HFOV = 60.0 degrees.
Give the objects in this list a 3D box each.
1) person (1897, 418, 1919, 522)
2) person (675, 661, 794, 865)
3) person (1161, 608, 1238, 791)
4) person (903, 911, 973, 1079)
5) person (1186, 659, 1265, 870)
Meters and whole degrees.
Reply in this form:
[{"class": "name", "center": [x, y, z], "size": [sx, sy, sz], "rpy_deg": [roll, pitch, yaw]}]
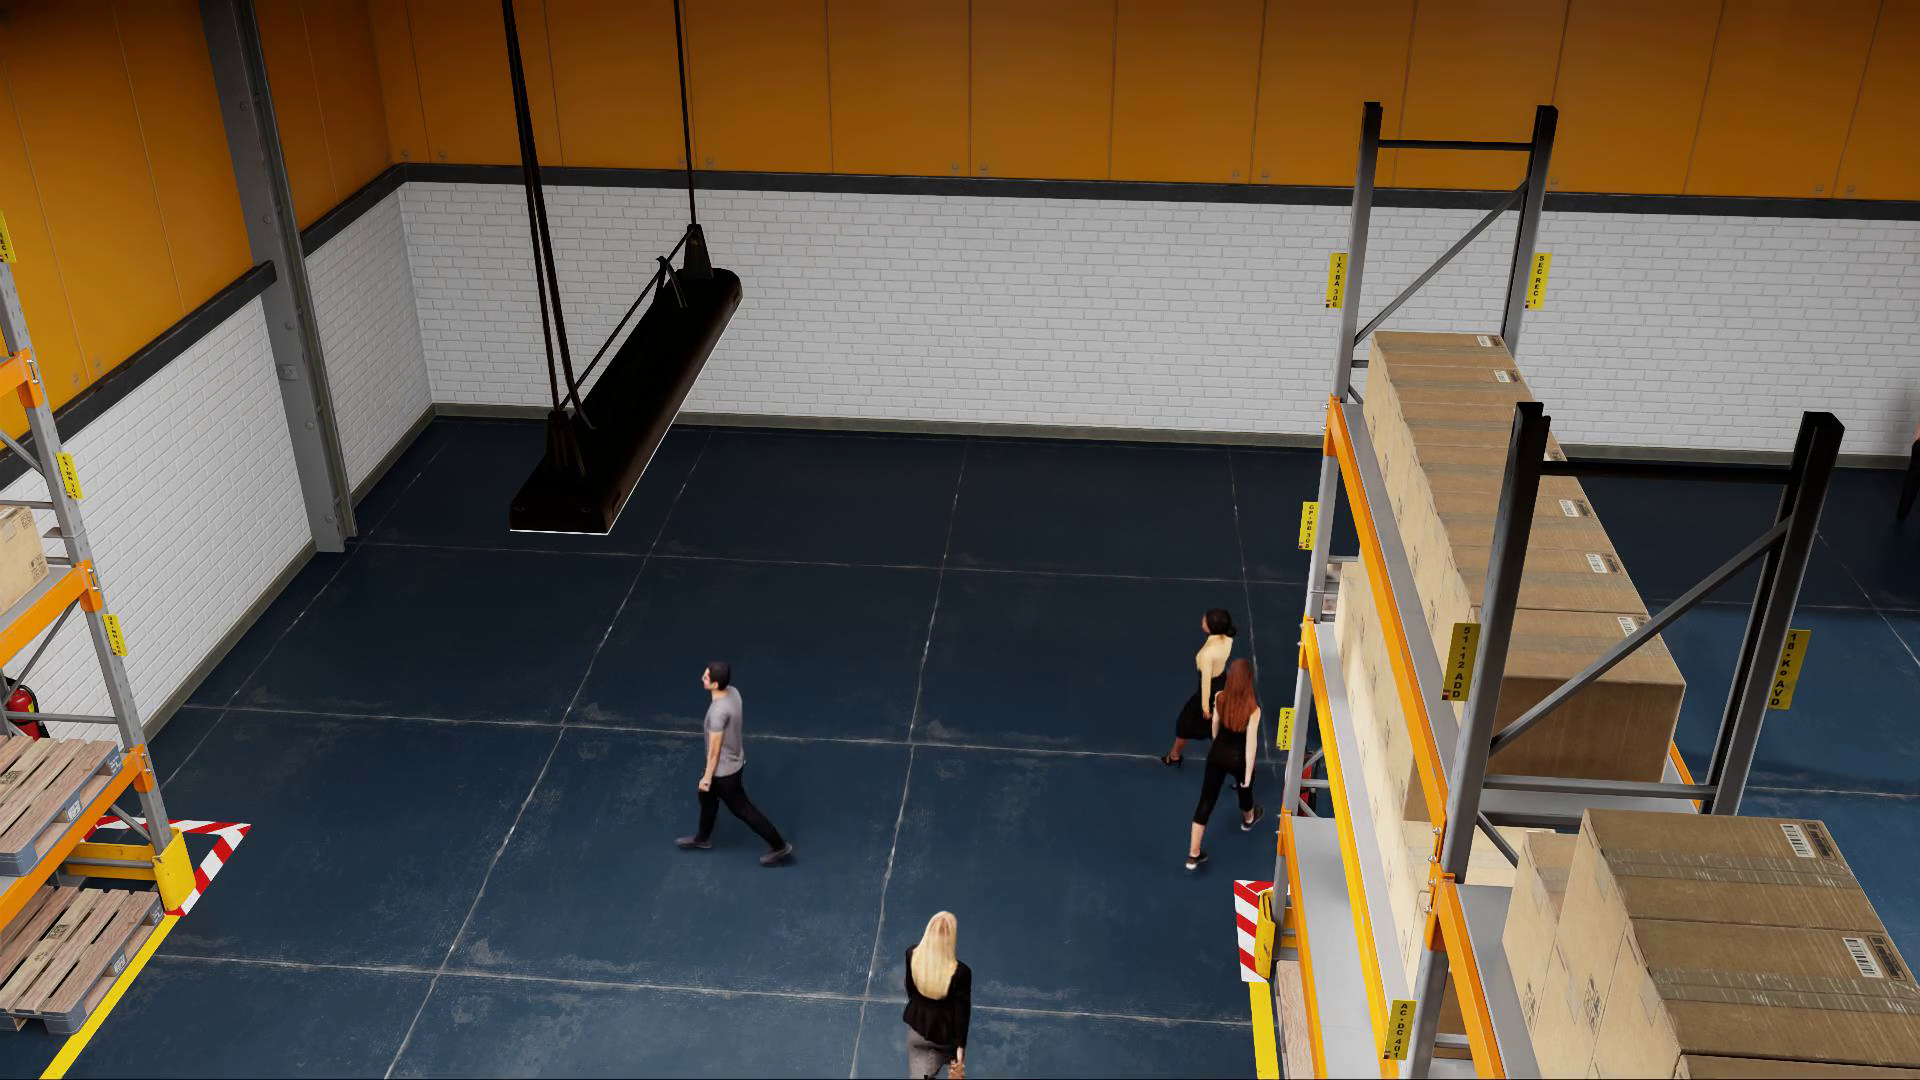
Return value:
[{"class": "person", "center": [10.063, -0.951, 17.158], "size": [0.670, 1.660, 0.677], "rpy_deg": [18, 33, 29]}, {"class": "person", "center": [-1.649, 1.670, 12.279], "size": [0.756, 1.731, 1.106], "rpy_deg": [-1, 29, -1]}, {"class": "person", "center": [2.059, 1.285, 13.111], "size": [1.028, 1.612, 1.017], "rpy_deg": [25, 37, 38]}, {"class": "person", "center": [-0.190, 3.009, 9.757], "size": [0.782, 1.796, 1.203], "rpy_deg": [9, 30, 15]}, {"class": "person", "center": [1.937, 1.691, 12.298], "size": [1.034, 1.677, 1.262], "rpy_deg": [20, 34, 32]}]
